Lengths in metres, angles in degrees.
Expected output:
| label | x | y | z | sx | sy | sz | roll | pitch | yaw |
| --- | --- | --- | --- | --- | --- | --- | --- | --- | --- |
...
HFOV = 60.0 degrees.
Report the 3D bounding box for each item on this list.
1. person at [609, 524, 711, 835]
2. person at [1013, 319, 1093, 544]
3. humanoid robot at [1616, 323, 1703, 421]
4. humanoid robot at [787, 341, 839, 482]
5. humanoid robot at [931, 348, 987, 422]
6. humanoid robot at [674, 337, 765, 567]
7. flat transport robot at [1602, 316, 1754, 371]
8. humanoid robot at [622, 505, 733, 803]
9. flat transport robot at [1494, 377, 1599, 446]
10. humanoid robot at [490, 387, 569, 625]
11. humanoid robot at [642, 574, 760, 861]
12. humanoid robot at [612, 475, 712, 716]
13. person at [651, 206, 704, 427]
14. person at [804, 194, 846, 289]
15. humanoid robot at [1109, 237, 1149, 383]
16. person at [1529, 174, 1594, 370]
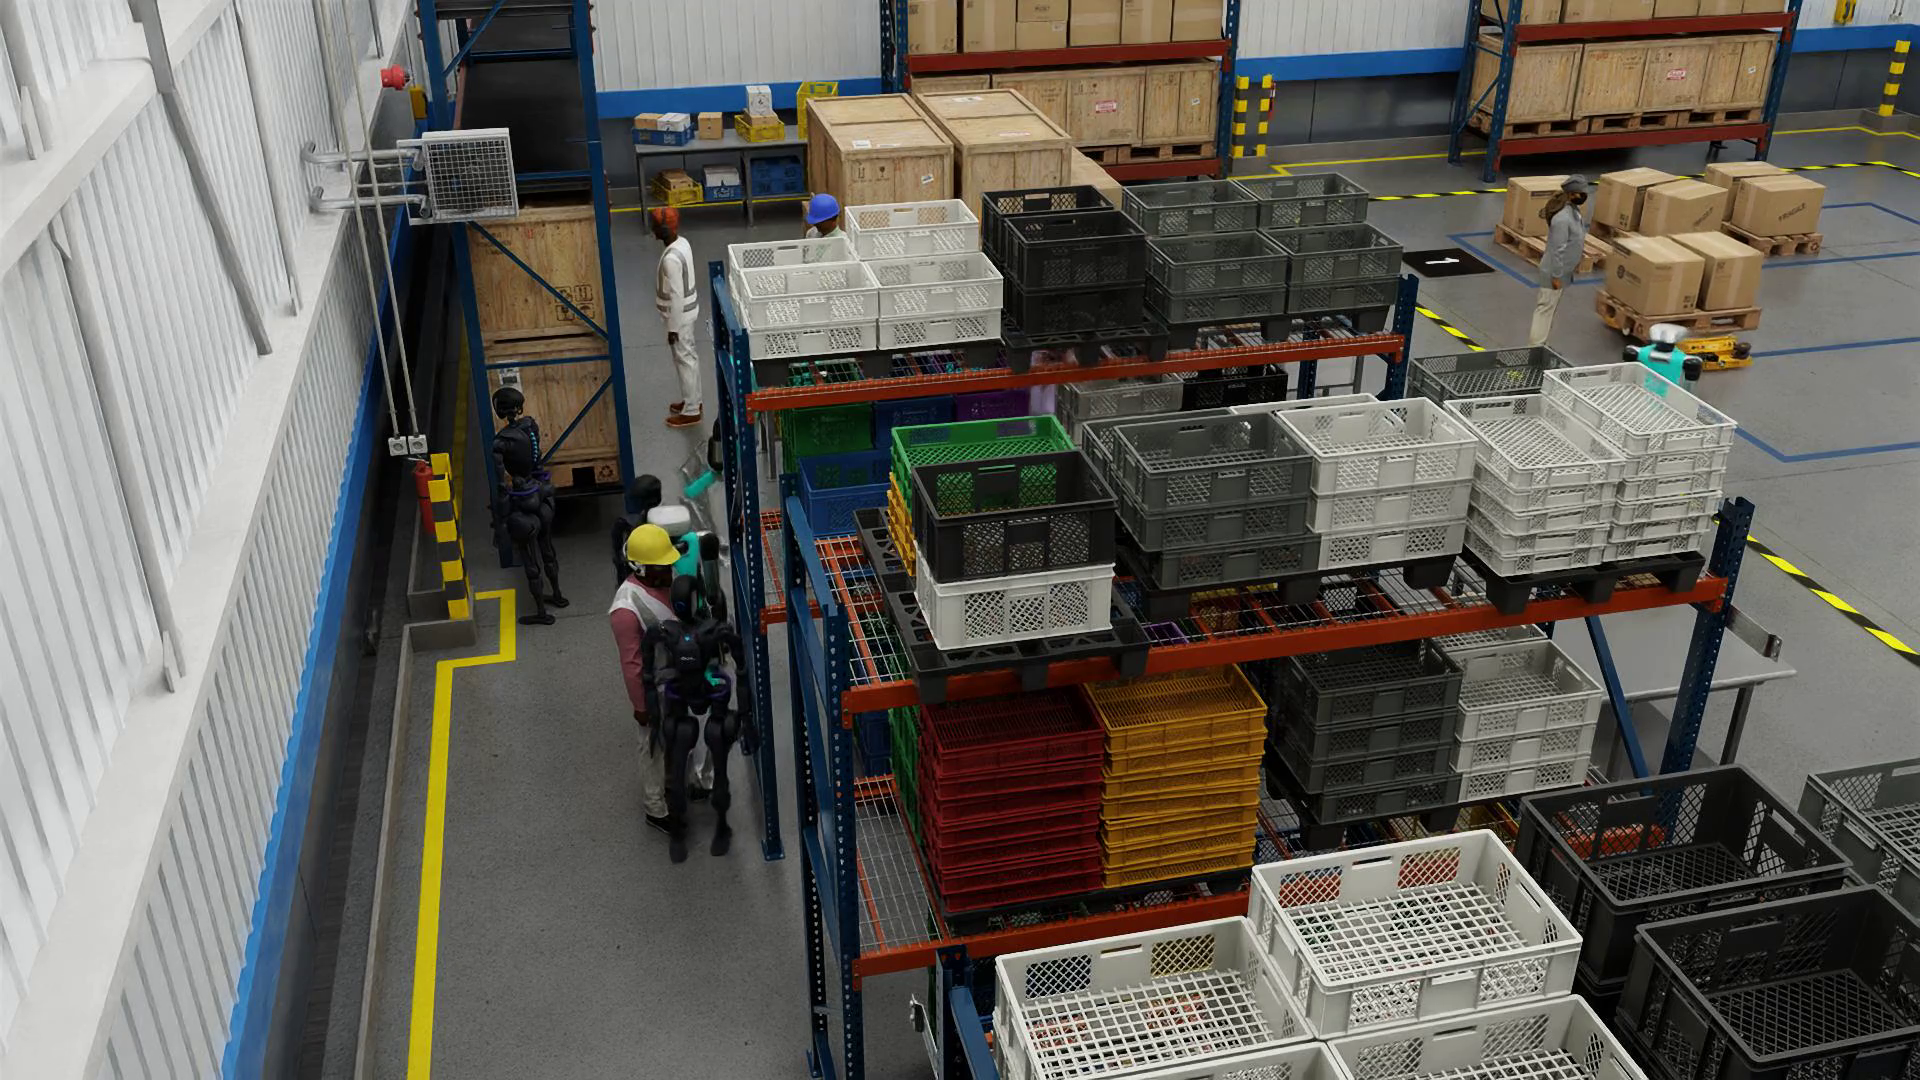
| label | x | y | z | sx | sy | sz | roll | pitch | yaw |
| --- | --- | --- | --- | --- | --- | --- | --- | --- | --- |
| person | -1.606 | 0.733 | 8.977 | 0.404 | 1.831 | 0.599 | 8 | 29 | 14 |
| person | 0.574 | -0.680 | 11.509 | 0.674 | 1.969 | 1.025 | 14 | 31 | 24 |
| humanoid robot | 5.040 | -0.791 | 12.043 | 0.538 | 1.784 | 1.035 | 17 | 32 | 29 |
| humanoid robot | -0.876 | -0.676 | 11.699 | 0.713 | 1.746 | 0.532 | -20 | 34 | -33 |
| humanoid robot | 0.115 | -0.576 | 11.455 | 0.531 | 1.691 | 0.735 | -12 | 30 | -21 |
| humanoid robot | -1.737 | -0.668 | 11.732 | 0.841 | 1.750 | 0.553 | 13 | 31 | 23 |
| flat transport robot | 6.778 | -1.963 | 15.742 | 0.652 | 0.197 | 1.431 | -6 | 28 | -12 |
| humanoid robot | -1.468 | 0.744 | 9.133 | 0.542 | 1.857 | 0.652 | -12 | 30 | -21 |
| flat transport robot | 4.780 | -1.036 | 14.013 | 0.659 | 0.231 | 1.431 | -6 | 28 | -12 |
| humanoid robot | -2.865 | -0.228 | 10.952 | 0.315 | 1.657 | 0.599 | 8 | 29 | 14 |
| humanoid robot | -1.349 | 0.940 | 8.748 | 0.603 | 1.655 | 0.364 | 0 | 28 | 0 |
| humanoid robot | -1.749 | 0.345 | 9.883 | 0.602 | 1.644 | 0.522 | 8 | 29 | 16 |
| person | -2.346 | -1.858 | 13.841 | 0.337 | 1.880 | 0.583 | 0 | 28 | -1 |
| person | -1.090 | -1.973 | 14.001 | 0.603 | 1.937 | 0.399 | 21 | 35 | 35 |
| humanoid robot | 1.422 | -1.736 | 13.831 | 0.587 | 1.650 | 0.344 | -9 | 29 | -17 |
| person | 5.410 | -2.444 | 15.072 | 0.396 | 1.770 | 0.562 | 14 | 31 | 24 |
